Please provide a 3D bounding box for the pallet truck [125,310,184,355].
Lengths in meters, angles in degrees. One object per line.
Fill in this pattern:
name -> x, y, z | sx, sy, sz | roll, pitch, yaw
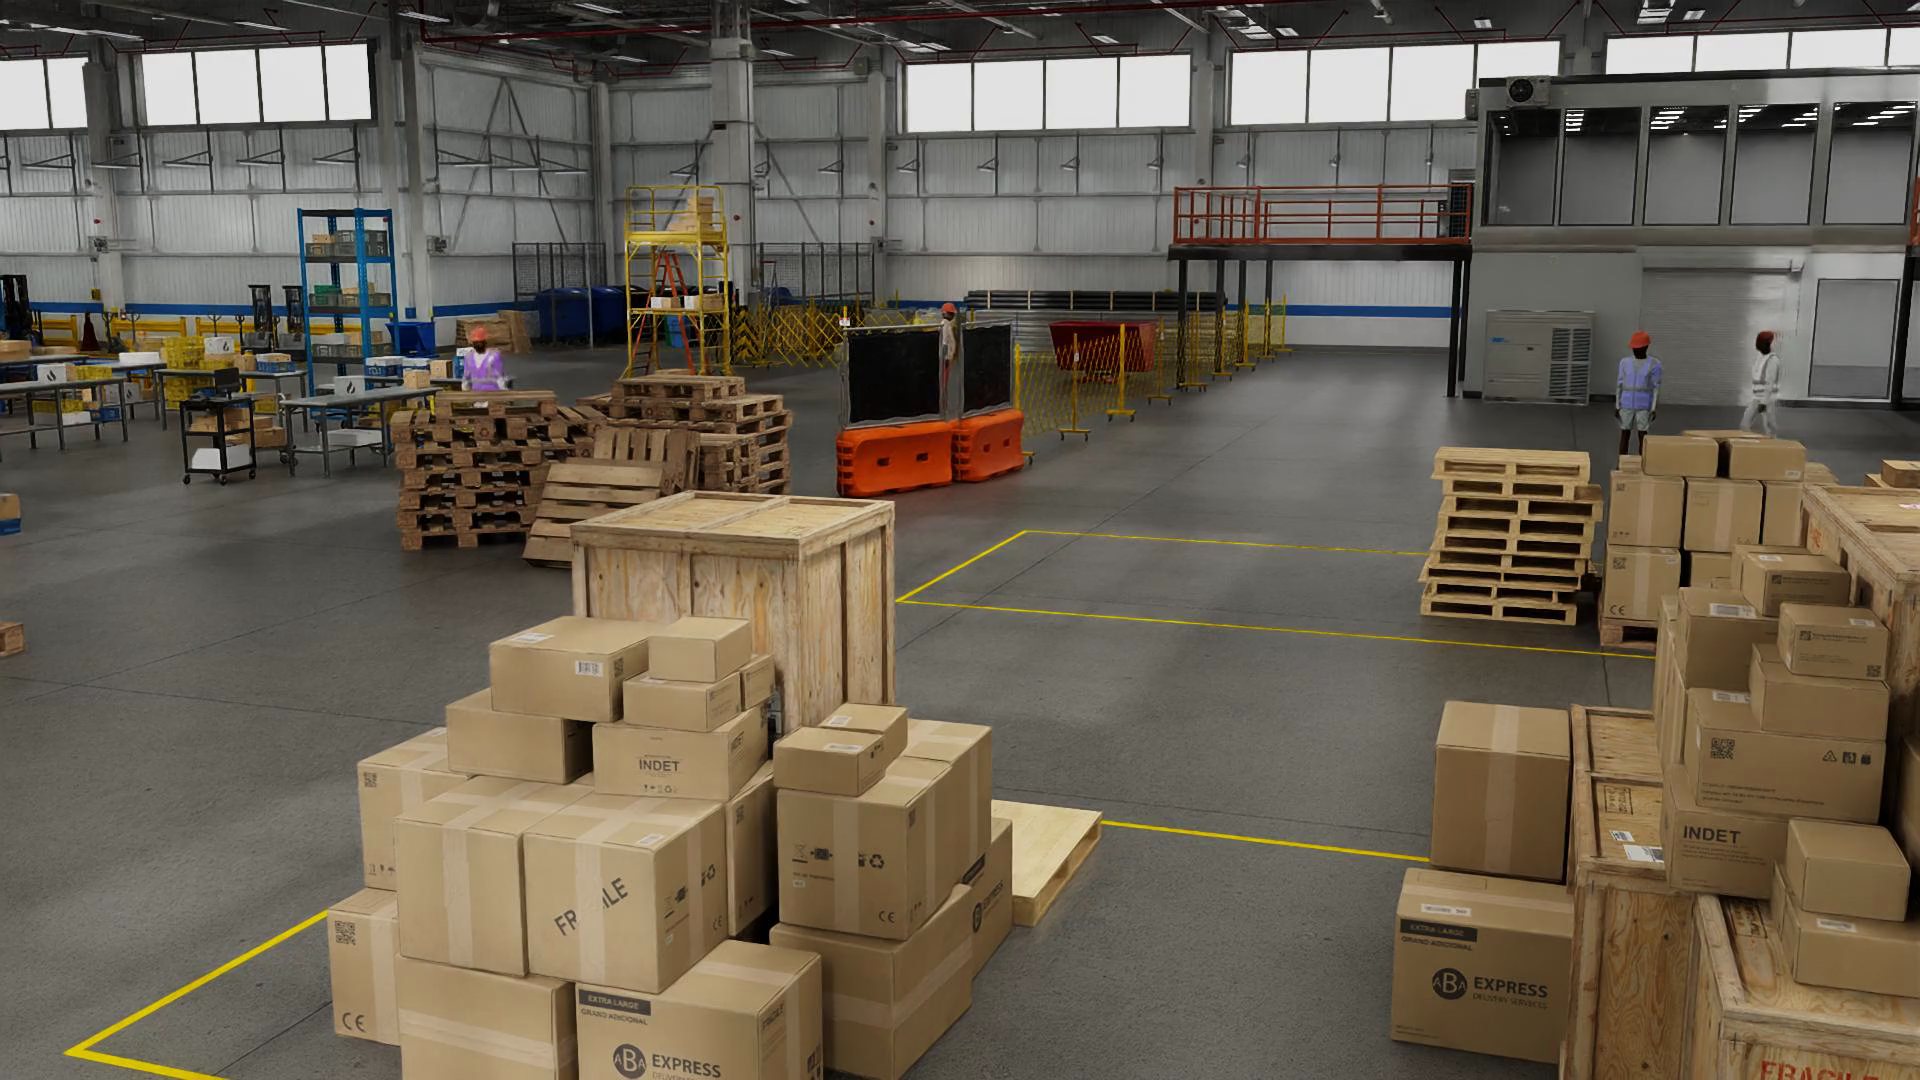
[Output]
pallet truck -> -22.038, -5.665, 45.457 | 0.704, 1.261, 1.522 | 3, 11, 17

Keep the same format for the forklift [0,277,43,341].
forklift -> -27.151, -6.329, 46.328 | 1.157, 1.987, 2.680 | 3, 11, 17

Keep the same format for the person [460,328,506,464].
person -> -6.625, -1.970, 22.963 | 0.574, 1.881, 0.992 | 2, 10, 13

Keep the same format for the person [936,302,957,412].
person -> -0.244, -3.327, 30.311 | 0.392, 1.991, 0.613 | 0, 10, 2

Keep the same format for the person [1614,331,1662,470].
person -> 8.766, -1.741, 21.563 | 0.543, 1.927, 0.375 | 8, 13, 37

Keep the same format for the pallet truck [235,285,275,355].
pallet truck -> -18.327, -5.835, 44.421 | 0.823, 1.965, 1.885 | 4, 11, 23

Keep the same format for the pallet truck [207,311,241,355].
pallet truck -> -19.537, -5.575, 44.913 | 0.653, 1.274, 1.630 | 3, 11, 19

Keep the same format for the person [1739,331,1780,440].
person -> 10.873, -1.925, 22.795 | 0.854, 1.852, 0.612 | 0, 10, 3

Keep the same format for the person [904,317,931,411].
person -> -0.773, -3.193, 30.336 | 0.491, 1.723, 0.586 | 0, 10, -3

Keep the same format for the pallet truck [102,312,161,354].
pallet truck -> -23.057, -5.777, 46.261 | 0.680, 1.201, 1.601 | 3, 11, 19

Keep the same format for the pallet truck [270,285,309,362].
pallet truck -> -17.147, -5.700, 43.663 | 0.823, 1.965, 1.885 | 3, 11, 17
